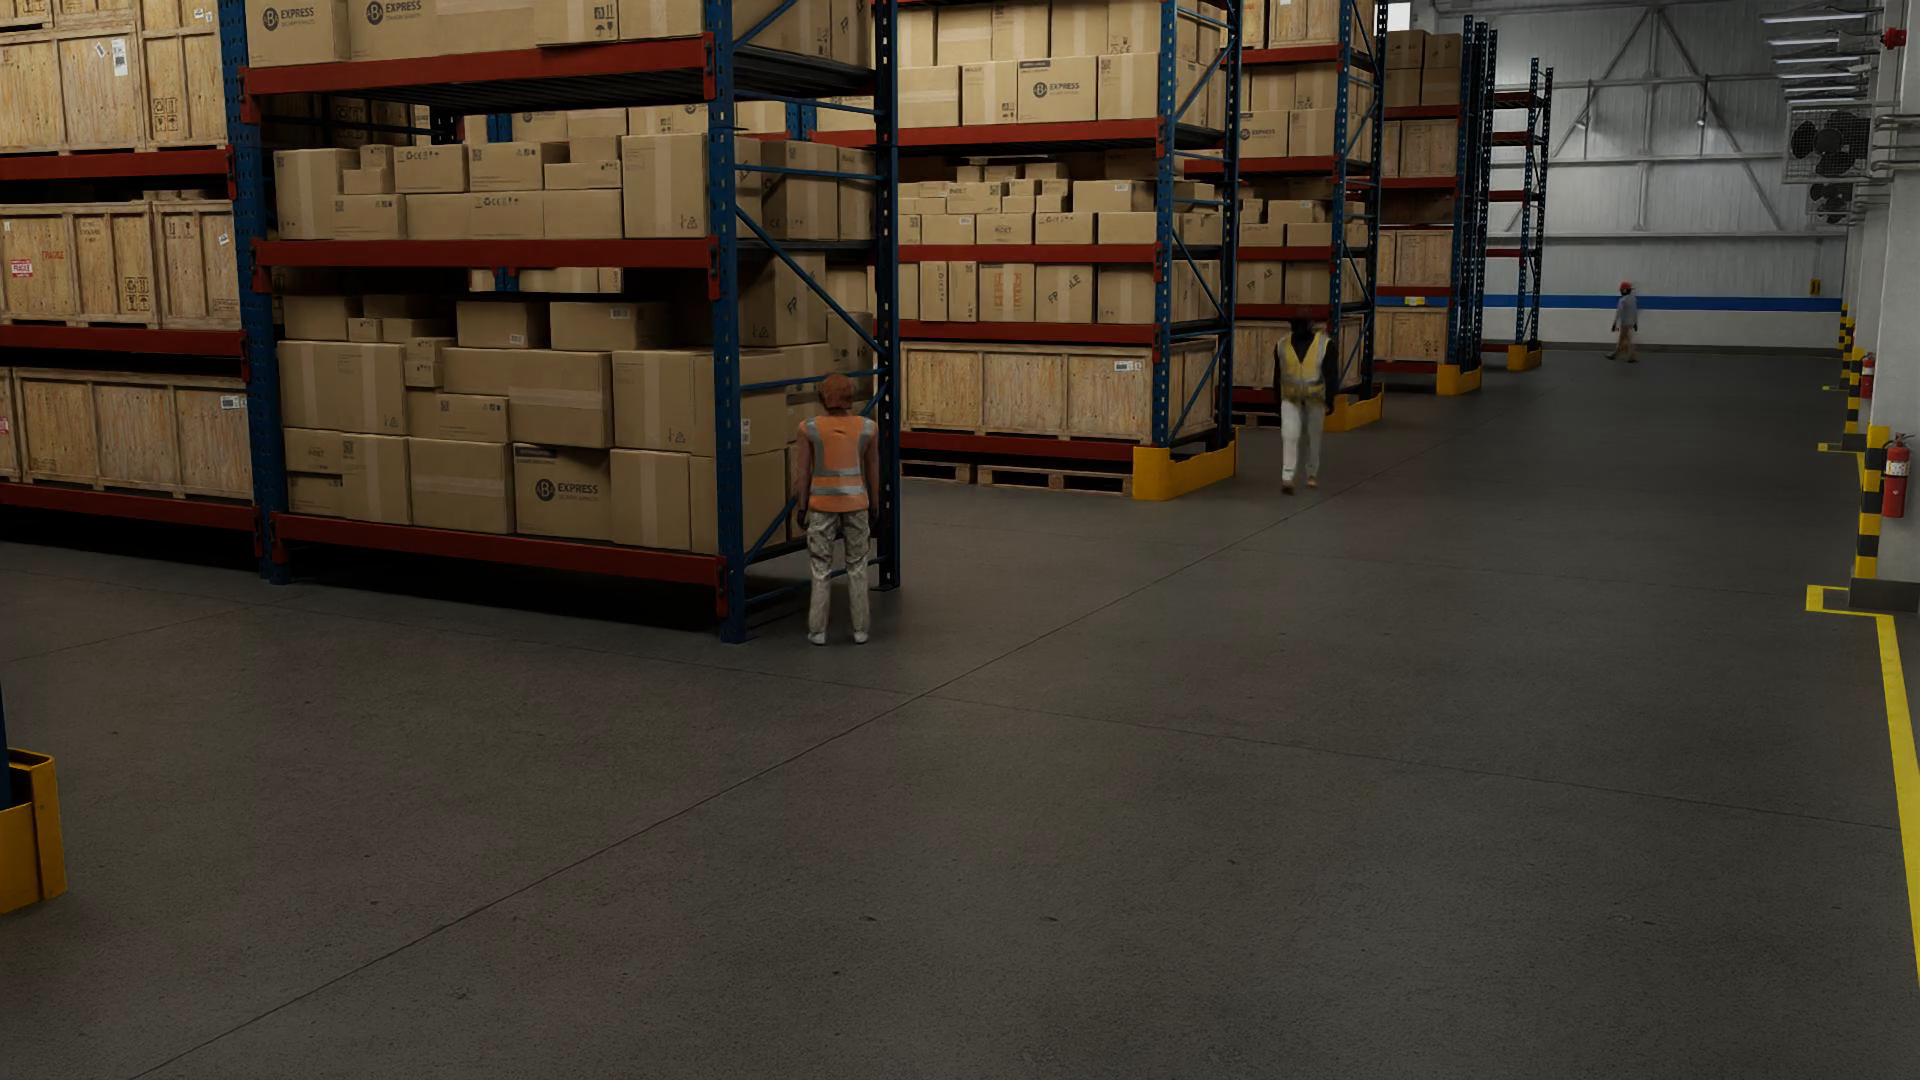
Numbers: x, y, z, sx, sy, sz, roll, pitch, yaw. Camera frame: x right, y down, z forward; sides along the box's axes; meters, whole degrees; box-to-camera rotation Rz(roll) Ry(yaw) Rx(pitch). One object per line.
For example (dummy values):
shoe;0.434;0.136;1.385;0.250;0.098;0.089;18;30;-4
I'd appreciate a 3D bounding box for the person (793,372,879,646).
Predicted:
person;-0.730;-0.176;9.889;0.517;1.632;0.315;-2;10;-13

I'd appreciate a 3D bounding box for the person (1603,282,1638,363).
person;14.139;-4.629;35.445;0.586;1.698;0.904;-8;13;-39

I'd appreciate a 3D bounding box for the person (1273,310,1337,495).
person;3.350;-1.343;16.224;0.632;1.788;0.998;3;10;18
